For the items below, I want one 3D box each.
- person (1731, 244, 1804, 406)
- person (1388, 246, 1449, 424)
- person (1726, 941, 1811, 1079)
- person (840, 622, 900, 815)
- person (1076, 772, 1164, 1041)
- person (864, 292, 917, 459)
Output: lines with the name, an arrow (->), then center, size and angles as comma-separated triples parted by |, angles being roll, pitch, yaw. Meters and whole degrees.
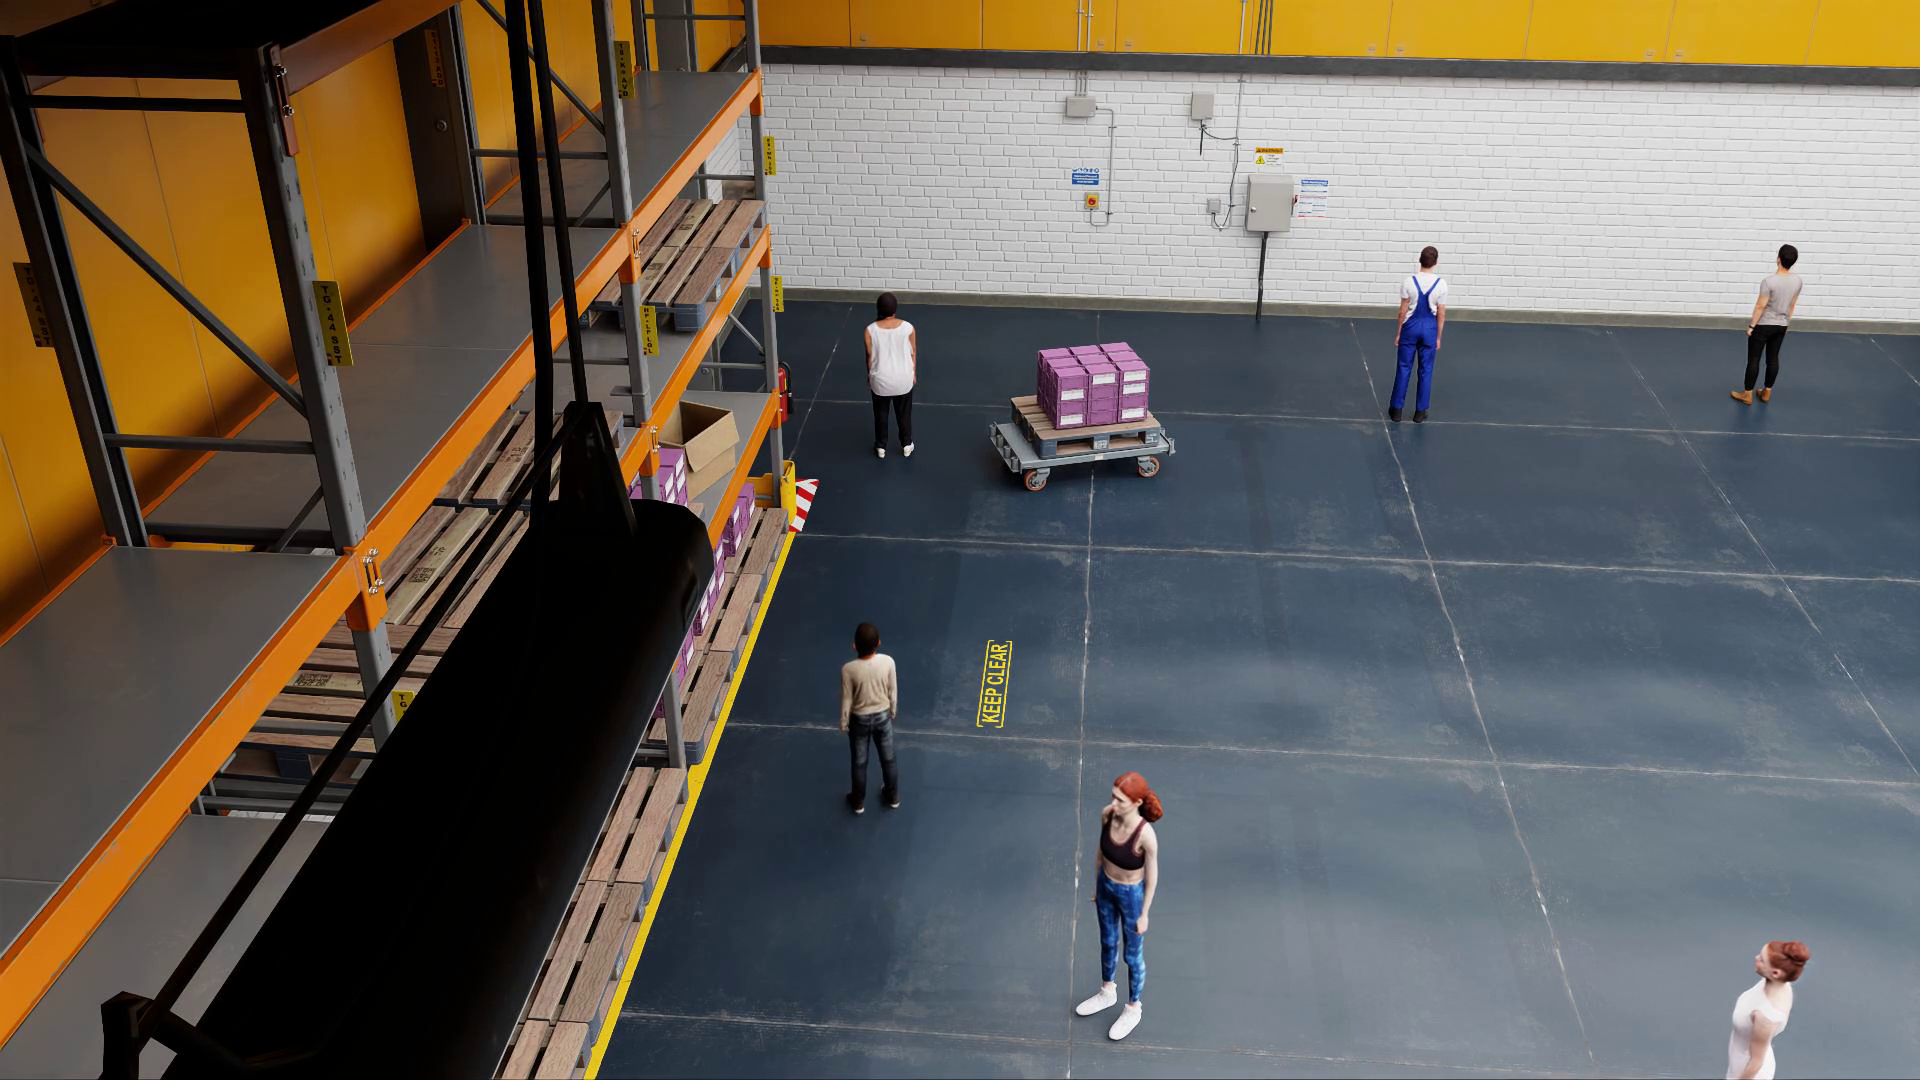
person -> 8.467, -2.258, 17.370 | 0.653, 1.724, 0.602 | -4, 29, -7
person -> 4.669, -2.097, 16.942 | 0.656, 1.851, 0.609 | 7, 29, 12
person -> 3.921, 2.672, 8.260 | 0.706, 1.793, 0.577 | 16, 33, 27
person -> -0.610, 1.212, 11.284 | 0.610, 1.461, 0.608 | -8, 30, -15
person -> 0.918, 2.049, 9.410 | 0.732, 1.785, 0.672 | -22, 35, -34
person -> -0.679, -1.618, 16.234 | 0.683, 1.687, 0.646 | -2, 29, -3
